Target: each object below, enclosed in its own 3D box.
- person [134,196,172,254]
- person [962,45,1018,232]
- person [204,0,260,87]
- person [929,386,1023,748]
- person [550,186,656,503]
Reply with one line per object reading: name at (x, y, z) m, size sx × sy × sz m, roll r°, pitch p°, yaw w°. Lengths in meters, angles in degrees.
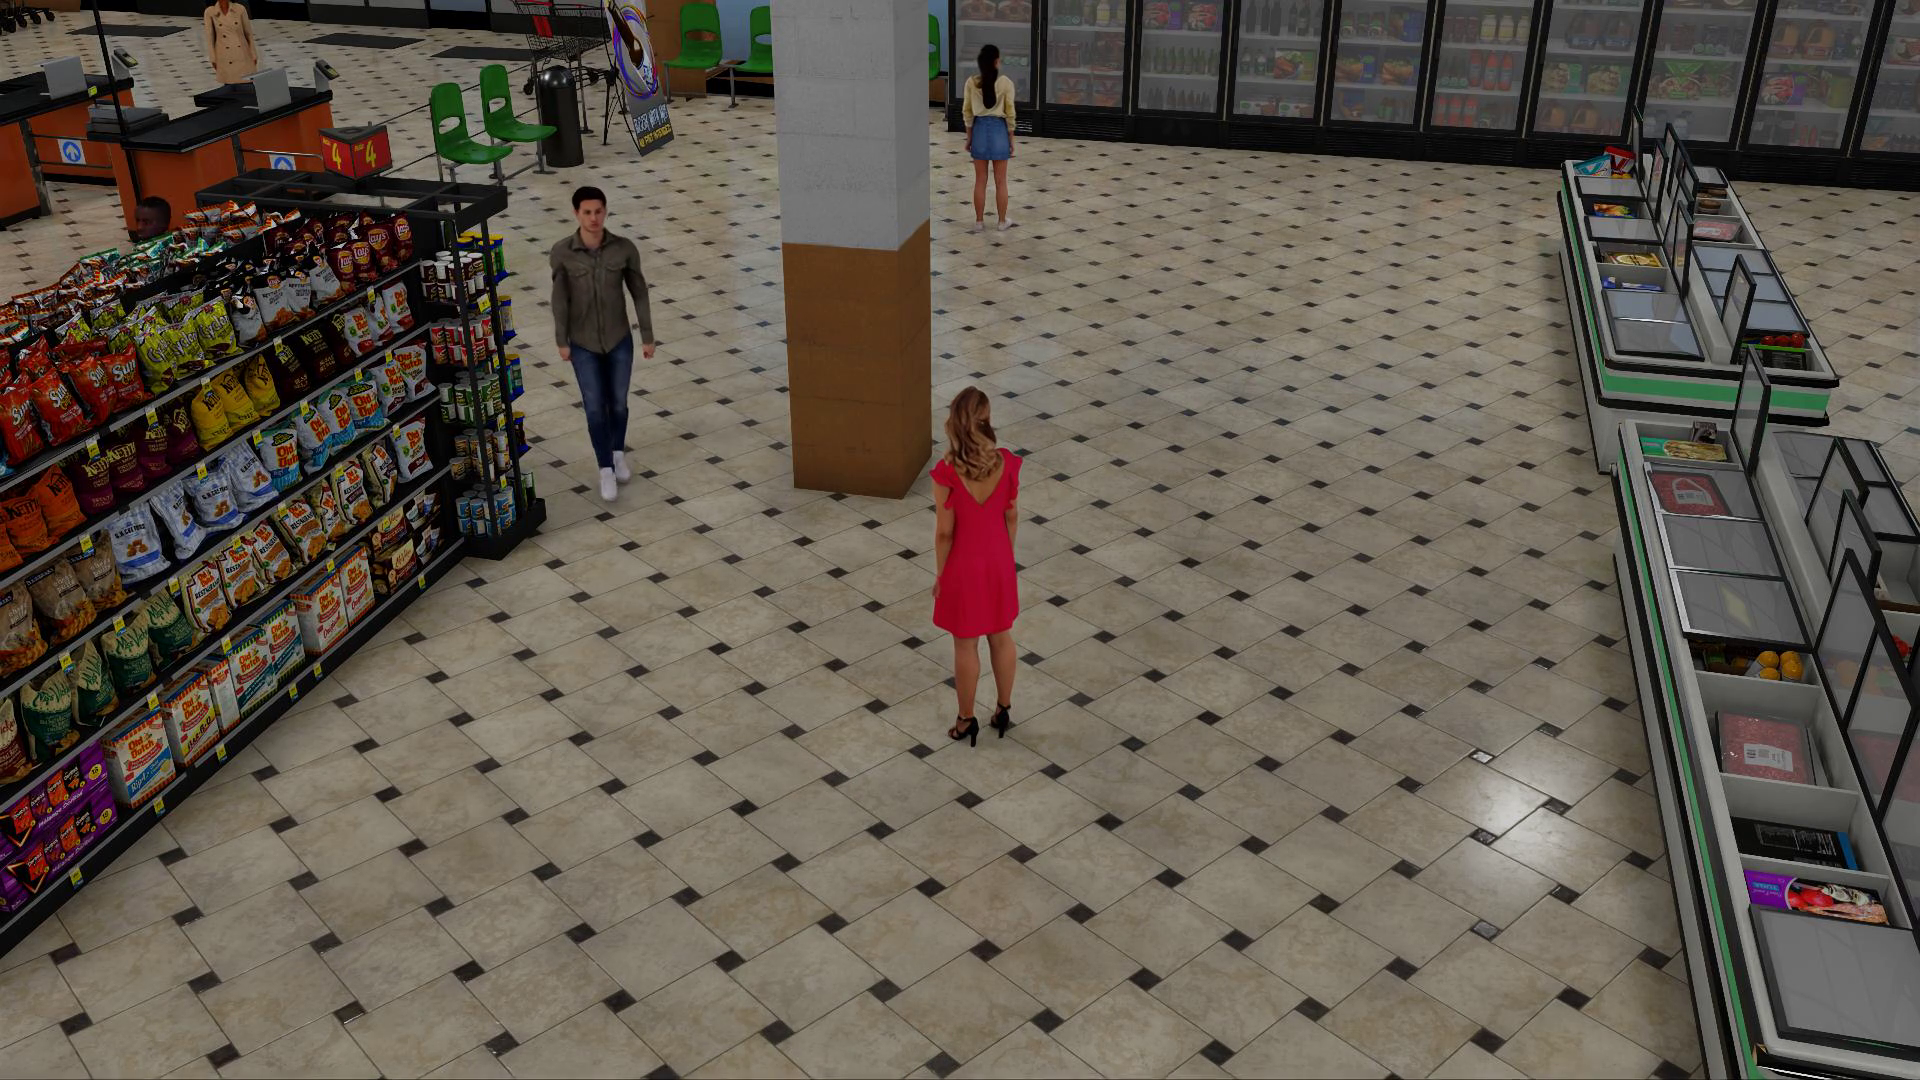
person at (-4.512, -1.155, 9.914) m, size 0.906 × 1.772 × 1.306 m, roll 14°, pitch 30°, yaw 26°
person at (0.265, -3.586, 14.862) m, size 0.649 × 1.632 × 0.567 m, roll 5°, pitch 27°, yaw 9°
person at (-7.865, -5.219, 18.029) m, size 0.721 × 1.681 × 0.743 m, roll -11°, pitch 29°, yaw -20°
person at (0.081, 0.135, 7.421) m, size 0.664 × 1.727 × 0.703 m, roll -10°, pitch 29°, yaw -19°
person at (-2.158, -1.225, 9.970) m, size 0.944 × 1.846 × 1.016 m, roll -10°, pitch 28°, yaw -18°
